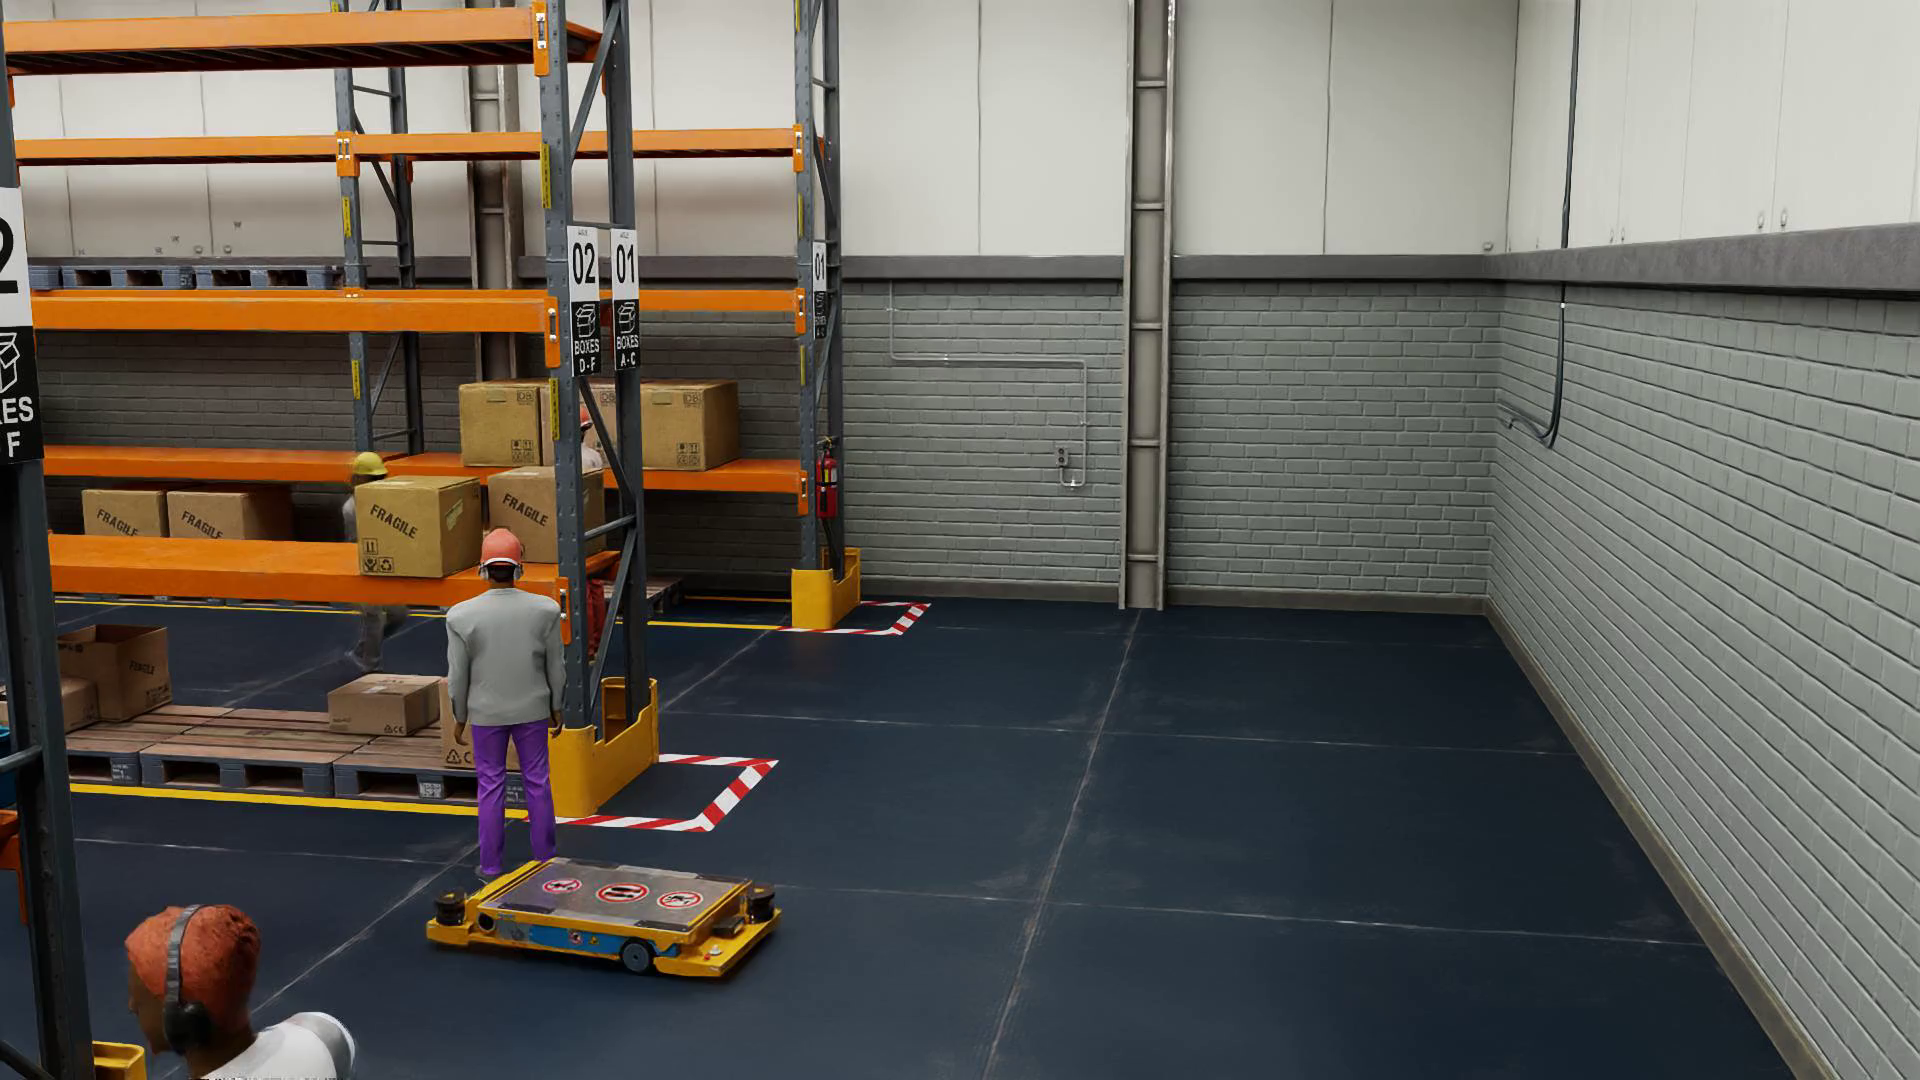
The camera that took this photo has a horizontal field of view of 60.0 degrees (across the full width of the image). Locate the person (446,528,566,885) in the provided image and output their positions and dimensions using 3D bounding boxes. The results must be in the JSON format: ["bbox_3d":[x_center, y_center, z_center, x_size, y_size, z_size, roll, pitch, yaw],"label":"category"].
[{"bbox_3d":[-2.206,0.814,8.122,0.563,1.752,0.326,-4,10,-22],"label":"person"}]

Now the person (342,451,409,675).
[{"bbox_3d":[-4.193,0.223,11.862,0.414,1.726,0.497,3,10,18],"label":"person"}]

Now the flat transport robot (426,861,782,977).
[{"bbox_3d":[-1.584,1.662,7.445,1.431,0.197,0.652,3,10,17],"label":"flat transport robot"}]

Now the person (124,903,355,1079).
[{"bbox_3d":[-1.329,1.562,3.109,0.400,1.878,0.590,2,9,13],"label":"person"}]

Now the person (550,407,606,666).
[{"bbox_3d":[-2.908,-0.037,12.651,0.386,1.992,0.625,1,9,8],"label":"person"}]
